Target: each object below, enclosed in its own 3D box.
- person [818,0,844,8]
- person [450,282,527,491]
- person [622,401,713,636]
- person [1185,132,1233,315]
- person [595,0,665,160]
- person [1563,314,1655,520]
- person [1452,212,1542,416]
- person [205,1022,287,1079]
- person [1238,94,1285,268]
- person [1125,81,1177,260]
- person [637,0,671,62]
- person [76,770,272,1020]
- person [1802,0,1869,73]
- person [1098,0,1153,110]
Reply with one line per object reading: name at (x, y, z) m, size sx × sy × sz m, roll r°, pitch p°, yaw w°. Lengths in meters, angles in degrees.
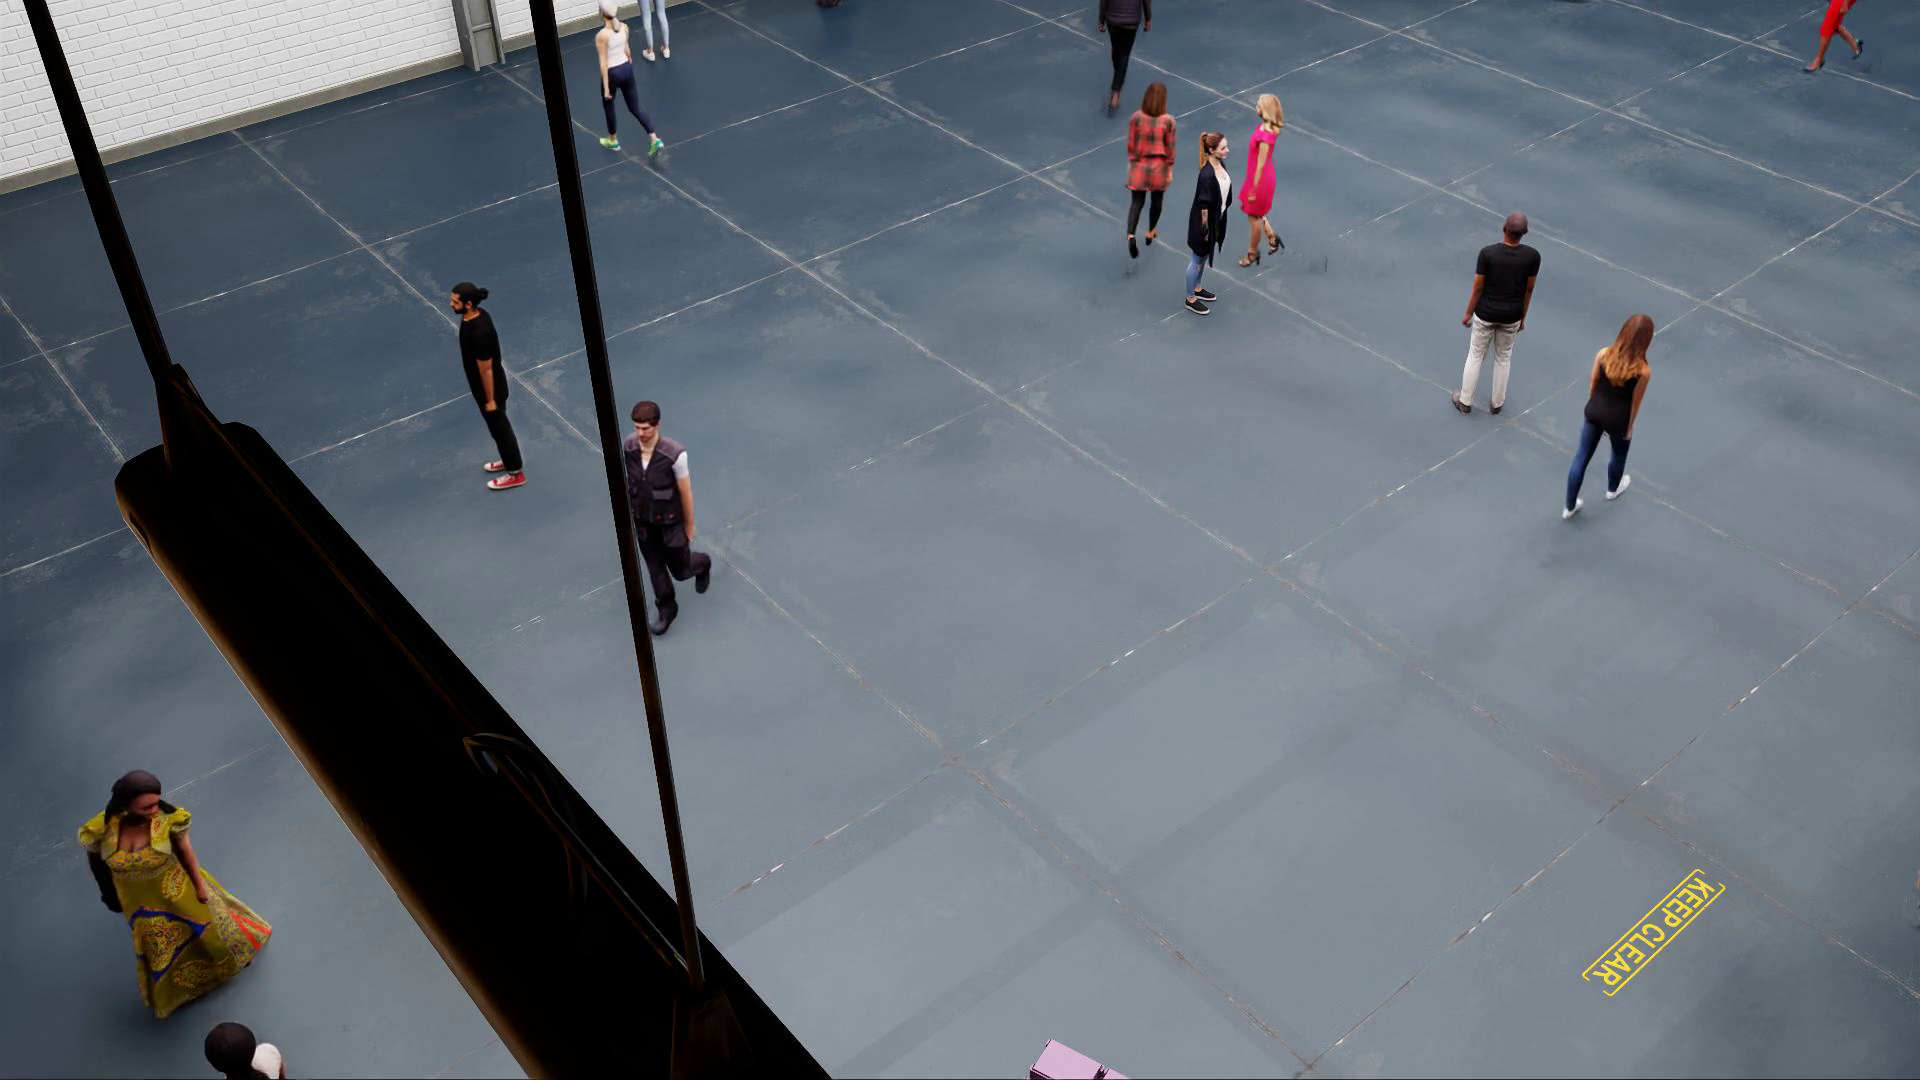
person at (-1.619, -7.422, 20.600) m, size 0.927 × 1.611 × 0.664 m, roll -21°, pitch 43°, yaw -24°
person at (-3.584, -1.187, 12.676) m, size 0.635 × 1.756 × 0.672 m, roll -16°, pitch 41°, yaw -19°
person at (-2.015, -0.215, 11.397) m, size 0.888 × 1.833 × 1.015 m, roll 13°, pitch 40°, yaw 16°
person at (2.190, -2.845, 14.812) m, size 0.769 × 1.682 × 0.639 m, roll 17°, pitch 42°, yaw 21°
person at (-3.459, -4.722, 17.170) m, size 0.831 × 1.672 × 1.140 m, roll 27°, pitch 46°, yaw 29°
person at (4.760, -0.860, 12.316) m, size 0.647 × 1.694 × 0.939 m, roll 31°, pitch 48°, yaw 33°
person at (4.333, -1.812, 13.419) m, size 0.756 × 1.805 × 0.812 m, roll 4°, pitch 39°, yaw 5°
person at (-3.112, 2.828, 7.674) m, size 0.776 × 1.725 × 0.693 m, roll 11°, pitch 40°, yaw 14°
person at (2.862, -3.284, 15.334) m, size 0.830 × 1.717 × 0.782 m, roll 8°, pitch 39°, yaw 9°
person at (1.743, -3.411, 15.525) m, size 0.959 × 1.676 × 1.125 m, roll 11°, pitch 40°, yaw 14°
person at (-3.599, -6.429, 19.283) m, size 0.505 × 1.702 × 0.702 m, roll -20°, pitch 43°, yaw -23°
person at (-4.343, 1.874, 8.941) m, size 0.988 × 1.635 × 1.076 m, roll -1°, pitch 39°, yaw -1°
person at (10.126, -6.147, 18.913) m, size 0.947 × 1.723 × 0.911 m, roll 6°, pitch 39°, yaw 7°
person at (1.767, -5.605, 18.181) m, size 1.144 × 1.791 × 1.311 m, roll 10°, pitch 40°, yaw 12°
